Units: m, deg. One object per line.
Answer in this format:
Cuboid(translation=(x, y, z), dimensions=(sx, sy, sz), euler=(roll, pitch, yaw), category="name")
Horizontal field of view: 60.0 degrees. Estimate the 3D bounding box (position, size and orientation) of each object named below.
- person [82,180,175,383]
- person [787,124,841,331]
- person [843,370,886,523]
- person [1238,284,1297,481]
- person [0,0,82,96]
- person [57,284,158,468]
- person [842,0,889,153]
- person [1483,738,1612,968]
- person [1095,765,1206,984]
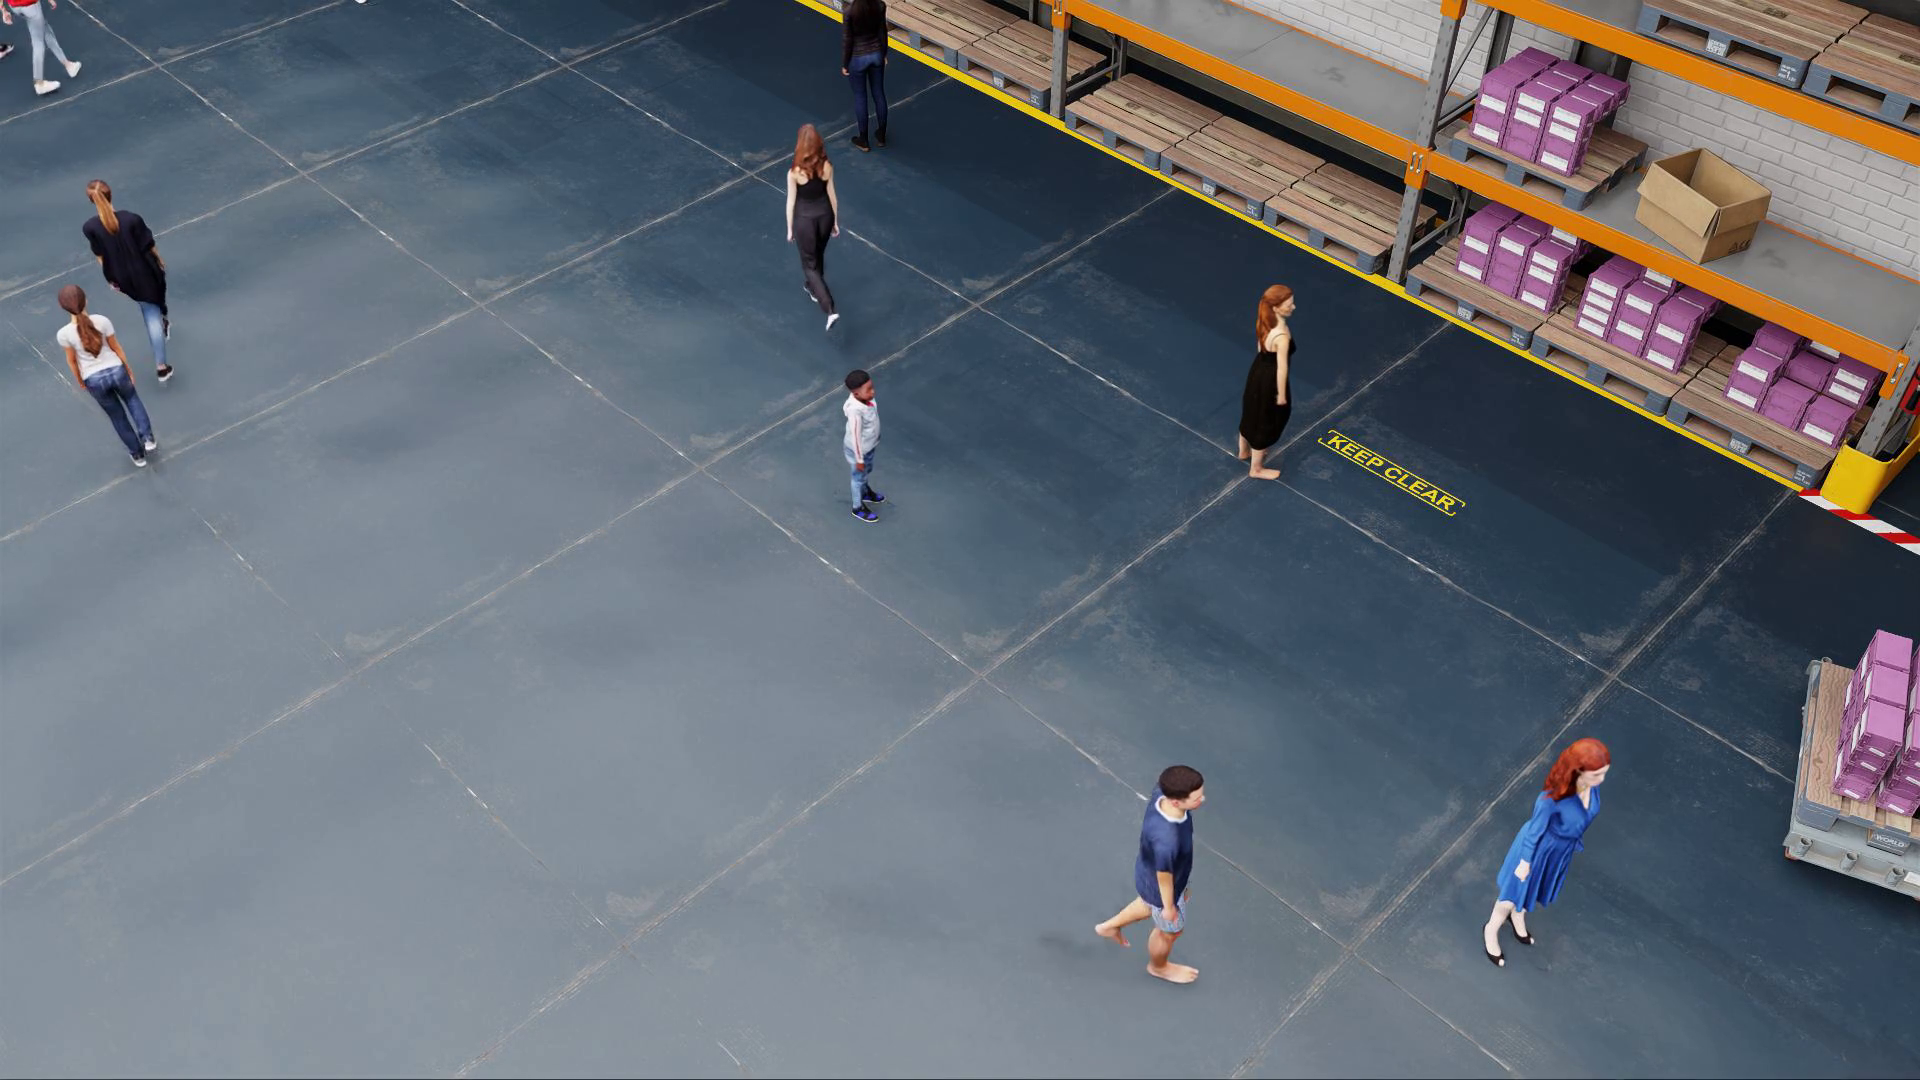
Cuboid(translation=(-6.460, -2.013, 13.041), dimensions=(1.027, 1.641, 1.200), euler=(-8, 44, -8), category="person")
Cuboid(translation=(-1.159, -2.517, 13.513), dimensions=(0.832, 1.719, 1.169), euler=(-19, 47, -19), category="person")
Cuboid(translation=(-0.705, -0.709, 11.947), dimensions=(0.598, 1.260, 0.558), euler=(9, 44, 10), category="person")
Cuboid(translation=(2.239, -1.167, 12.164), dimensions=(0.734, 1.626, 0.656), euler=(-8, 44, -8), category="person")
Cuboid(translation=(-9.233, -5.189, 16.356), dimensions=(0.914, 1.667, 0.936), euler=(8, 44, 9), category="person")
Cuboid(translation=(-6.263, -1.169, 12.218), dimensions=(0.557, 1.554, 0.603), euler=(-27, 50, -26), category="person")
Cuboid(translation=(-0.879, -4.482, 15.556), dimensions=(0.685, 1.747, 0.647), euler=(-21, 47, -21), category="person")
Cuboid(translation=(3.186, 1.674, 9.035), dimensions=(0.669, 1.827, 0.644), euler=(-23, 48, -22), category="person")
Cuboid(translation=(1.029, 1.782, 8.916), dimensions=(0.971, 1.835, 0.885), euler=(5, 44, 6), category="person")
